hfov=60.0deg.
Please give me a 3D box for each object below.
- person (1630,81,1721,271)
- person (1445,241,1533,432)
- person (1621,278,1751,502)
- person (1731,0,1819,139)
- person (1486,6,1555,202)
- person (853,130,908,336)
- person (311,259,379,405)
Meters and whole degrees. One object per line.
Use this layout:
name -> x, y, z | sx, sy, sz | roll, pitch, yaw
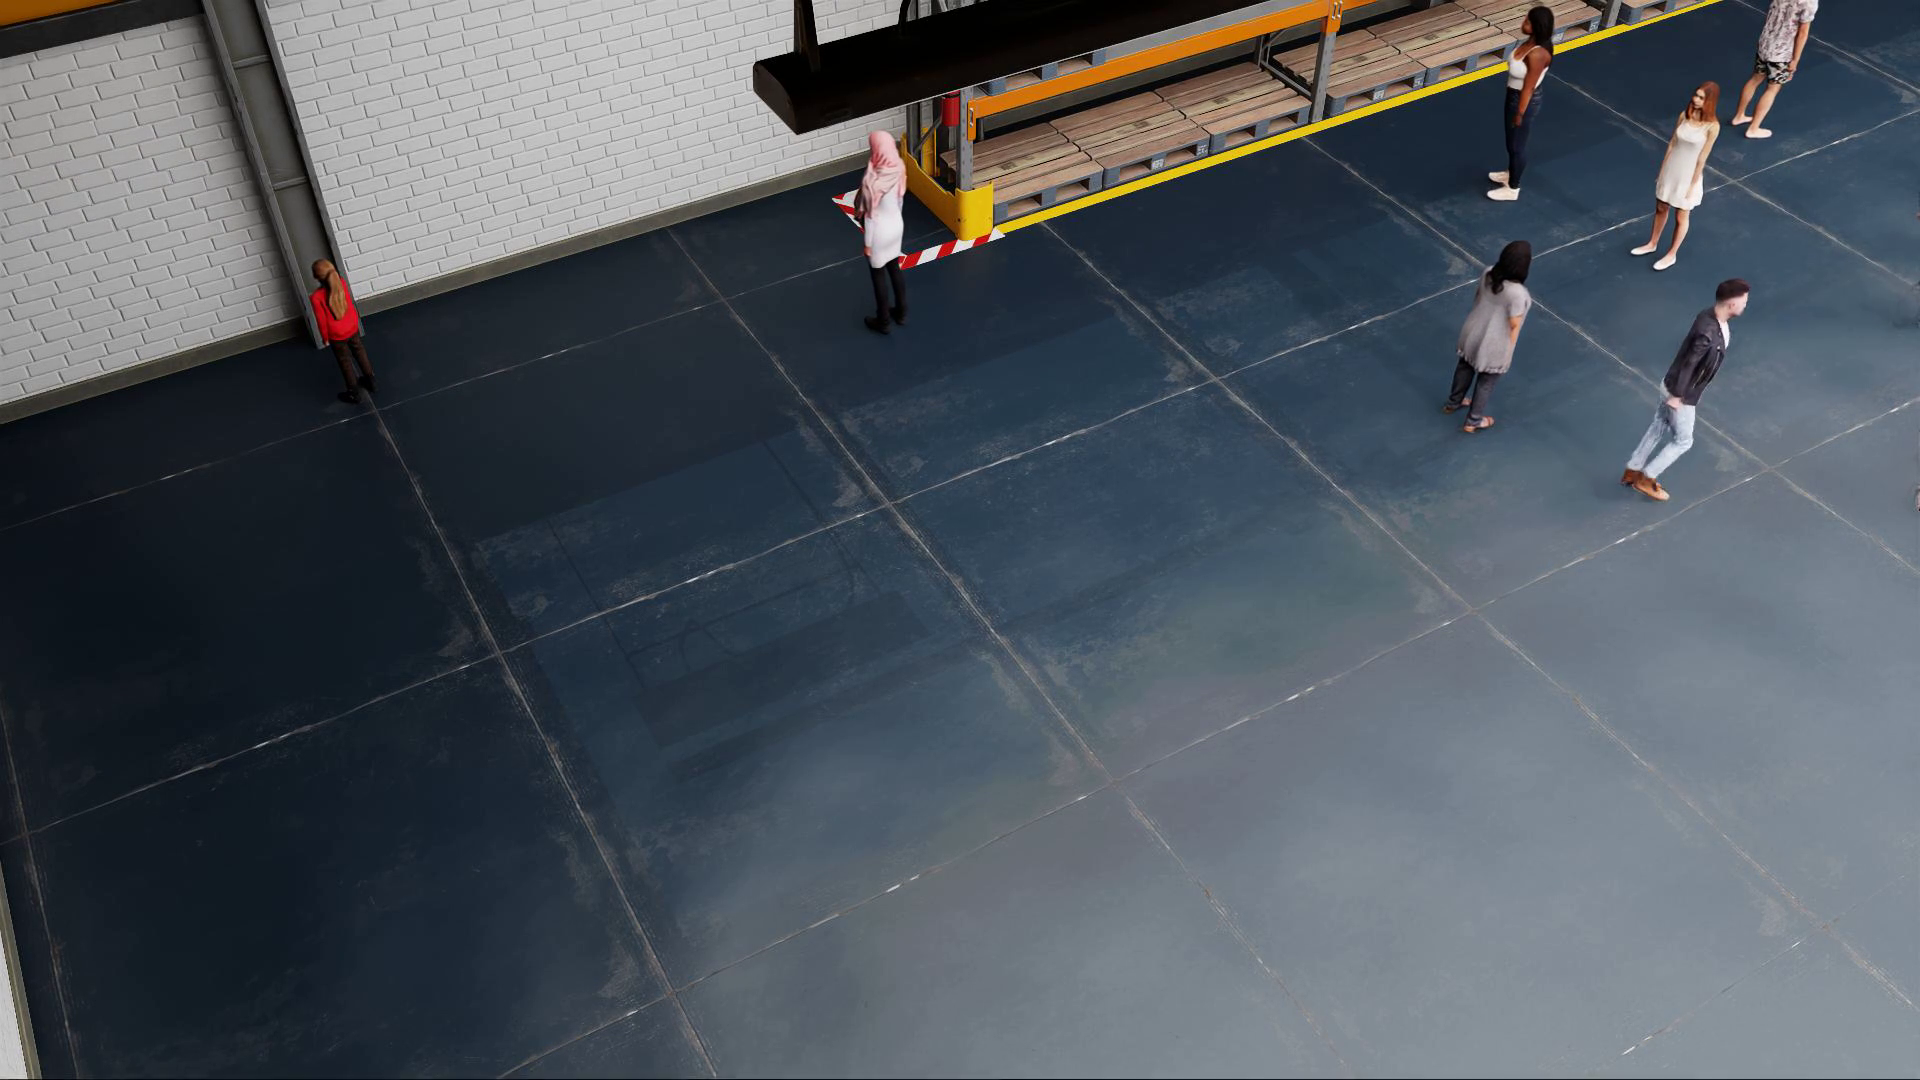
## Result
person -> 6.128, -3.103, 14.092 | 0.515, 1.710, 0.560 | -24, 49, -23
person -> 3.990, -1.556, 12.545 | 0.650, 1.605, 0.622 | -20, 47, -20
person -> 5.103, -1.067, 11.887 | 0.850, 1.804, 0.776 | 21, 47, 20
person -> 7.709, -4.667, 15.660 | 0.641, 1.811, 0.713 | -13, 45, -14
person -> 5.054, -3.913, 14.873 | 0.812, 1.805, 0.754 | 10, 44, 10
person -> -0.606, -2.466, 13.357 | 0.764, 1.802, 0.653 | 27, 50, 25
person -> -4.786, -1.630, 12.857 | 0.644, 1.280, 0.568 | 22, 48, 22
